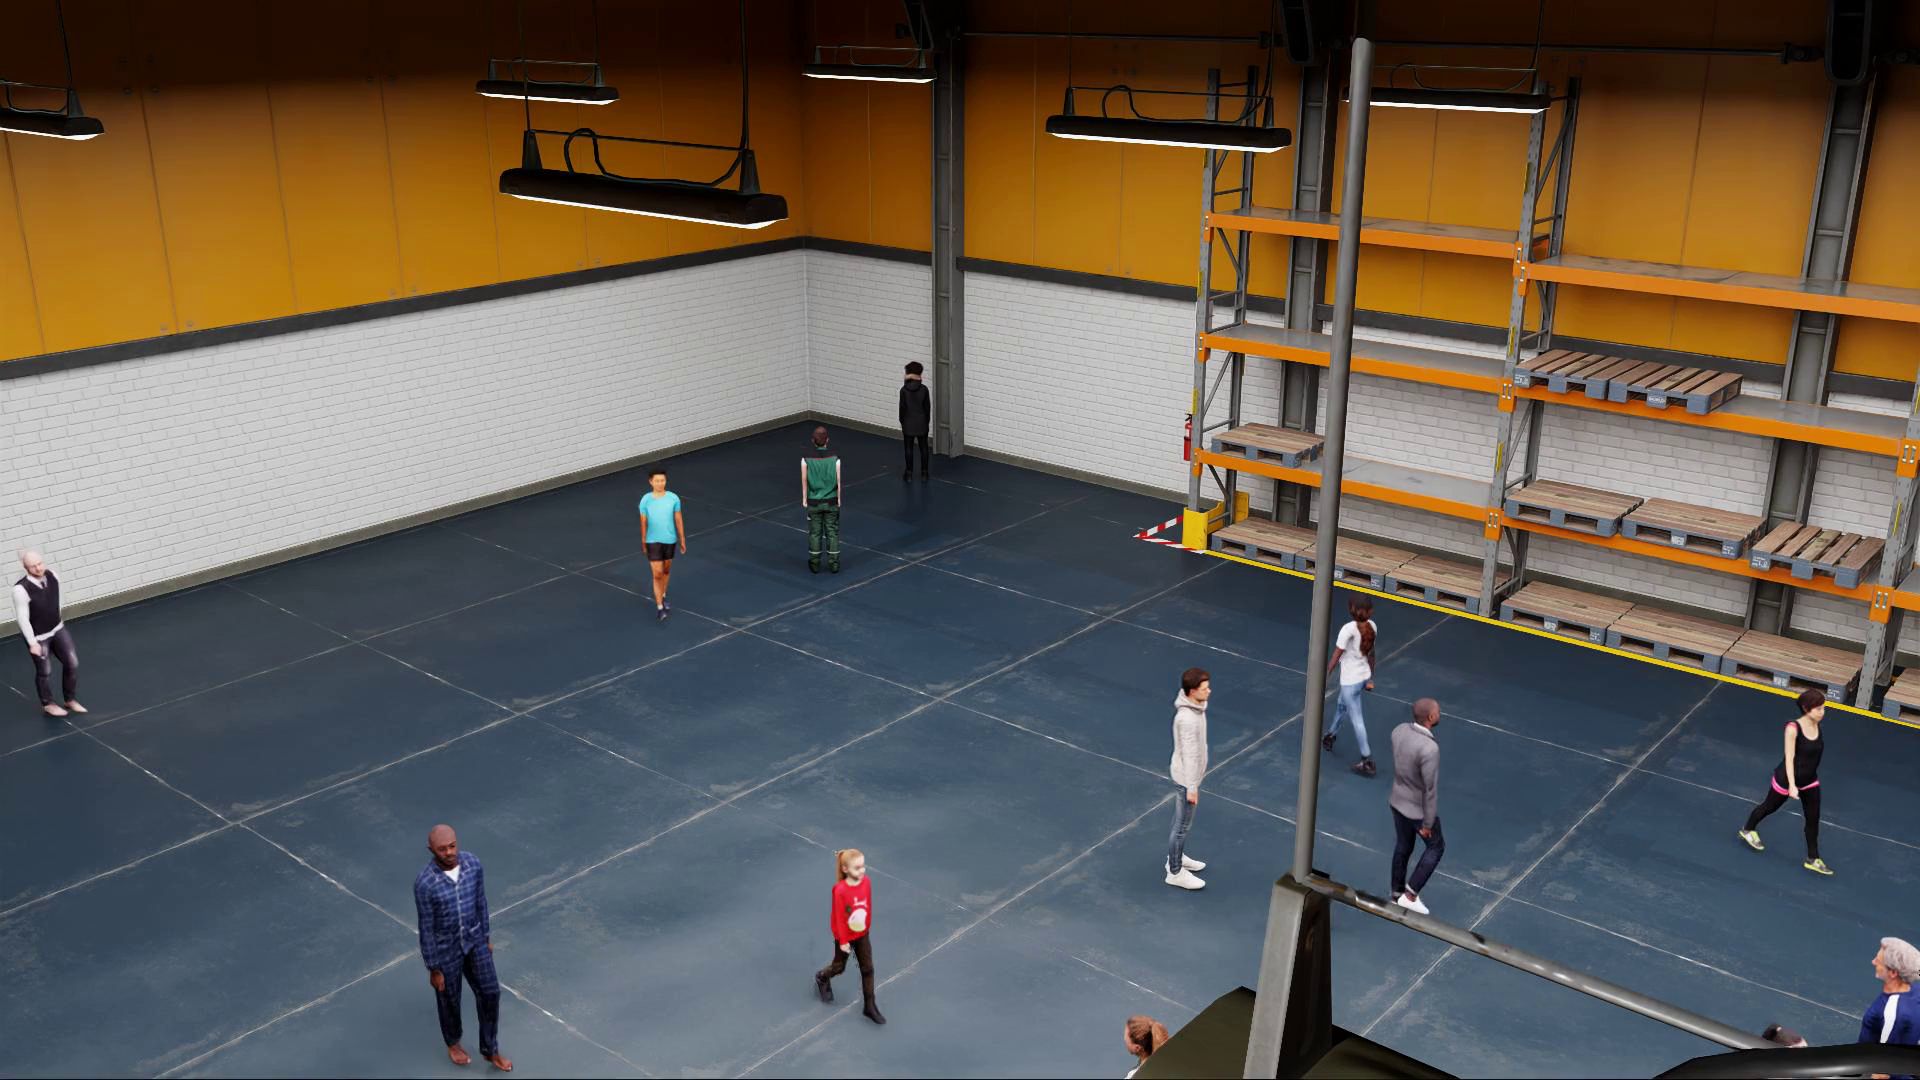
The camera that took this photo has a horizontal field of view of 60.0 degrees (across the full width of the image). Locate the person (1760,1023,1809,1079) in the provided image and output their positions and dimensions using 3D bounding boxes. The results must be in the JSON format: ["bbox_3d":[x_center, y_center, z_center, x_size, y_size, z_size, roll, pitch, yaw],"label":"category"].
[{"bbox_3d":[4.387,3.412,9.259,0.763,1.609,1.096,-14,23,-35],"label":"person"}]

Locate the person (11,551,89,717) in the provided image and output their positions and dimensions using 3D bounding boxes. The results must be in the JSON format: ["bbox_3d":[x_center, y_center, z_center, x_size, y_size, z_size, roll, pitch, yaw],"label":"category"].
[{"bbox_3d":[-9.017,0.931,16.357,0.843,1.782,0.826,4,19,11],"label":"person"}]

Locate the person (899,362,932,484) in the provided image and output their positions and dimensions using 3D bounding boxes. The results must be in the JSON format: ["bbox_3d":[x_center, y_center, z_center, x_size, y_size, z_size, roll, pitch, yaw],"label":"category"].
[{"bbox_3d":[-0.645,-1.718,24.231,0.734,1.776,0.790,-2,19,-6],"label":"person"}]

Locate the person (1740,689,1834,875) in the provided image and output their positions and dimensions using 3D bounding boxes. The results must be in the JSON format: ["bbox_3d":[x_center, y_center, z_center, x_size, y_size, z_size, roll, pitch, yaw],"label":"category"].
[{"bbox_3d":[6.841,1.946,13.762,0.877,1.515,1.099,-7,20,-20],"label":"person"}]

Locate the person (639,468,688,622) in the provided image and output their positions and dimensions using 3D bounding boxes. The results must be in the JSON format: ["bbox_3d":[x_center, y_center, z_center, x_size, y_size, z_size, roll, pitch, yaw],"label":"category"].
[{"bbox_3d":[-3.459,0.006,19.161,0.927,1.745,1.125,-7,20,-21],"label":"person"}]

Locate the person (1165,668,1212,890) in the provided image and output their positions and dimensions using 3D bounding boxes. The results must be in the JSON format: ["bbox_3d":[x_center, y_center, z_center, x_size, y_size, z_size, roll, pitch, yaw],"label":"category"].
[{"bbox_3d":[1.837,1.884,13.417,0.748,1.852,0.759,3,19,10],"label":"person"}]

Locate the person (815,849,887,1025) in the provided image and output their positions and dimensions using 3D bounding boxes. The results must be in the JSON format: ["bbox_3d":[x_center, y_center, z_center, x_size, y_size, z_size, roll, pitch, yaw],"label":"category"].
[{"bbox_3d":[-0.801,2.763,11.728,0.596,1.264,0.912,-15,23,-37],"label":"person"}]

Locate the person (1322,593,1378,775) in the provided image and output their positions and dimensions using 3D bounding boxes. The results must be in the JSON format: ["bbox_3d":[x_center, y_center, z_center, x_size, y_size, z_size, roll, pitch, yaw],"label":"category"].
[{"bbox_3d":[3.689,1.342,15.282,0.705,1.688,1.088,-16,24,-39],"label":"person"}]

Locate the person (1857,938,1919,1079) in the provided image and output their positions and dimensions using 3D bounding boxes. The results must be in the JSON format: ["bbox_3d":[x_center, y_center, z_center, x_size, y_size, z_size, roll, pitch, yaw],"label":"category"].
[{"bbox_3d":[5.371,3.145,9.697,0.519,1.835,0.624,15,24,37],"label":"person"}]

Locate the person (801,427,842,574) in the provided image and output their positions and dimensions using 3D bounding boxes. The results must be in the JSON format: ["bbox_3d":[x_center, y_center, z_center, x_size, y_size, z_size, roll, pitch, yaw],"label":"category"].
[{"bbox_3d":[-1.696,-0.497,20.505,0.709,1.840,0.773,-1,19,-4],"label":"person"}]

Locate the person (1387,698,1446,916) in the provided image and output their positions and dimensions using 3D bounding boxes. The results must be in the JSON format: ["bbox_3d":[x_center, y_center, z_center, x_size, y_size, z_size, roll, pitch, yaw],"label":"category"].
[{"bbox_3d":[3.439,2.087,12.890,0.882,1.804,0.755,-8,20,-21],"label":"person"}]

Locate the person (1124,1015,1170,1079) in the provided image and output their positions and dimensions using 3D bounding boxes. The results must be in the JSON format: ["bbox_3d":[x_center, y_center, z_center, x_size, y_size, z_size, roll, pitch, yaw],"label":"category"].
[{"bbox_3d":[1.070,3.396,9.147,0.826,1.711,0.631,14,23,35],"label":"person"}]

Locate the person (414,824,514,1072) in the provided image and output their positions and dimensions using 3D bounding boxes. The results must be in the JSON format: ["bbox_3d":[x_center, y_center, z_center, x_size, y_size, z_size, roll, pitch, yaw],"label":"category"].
[{"bbox_3d":[-3.415,2.686,11.122,0.733,1.796,0.870,-17,25,-42],"label":"person"}]
